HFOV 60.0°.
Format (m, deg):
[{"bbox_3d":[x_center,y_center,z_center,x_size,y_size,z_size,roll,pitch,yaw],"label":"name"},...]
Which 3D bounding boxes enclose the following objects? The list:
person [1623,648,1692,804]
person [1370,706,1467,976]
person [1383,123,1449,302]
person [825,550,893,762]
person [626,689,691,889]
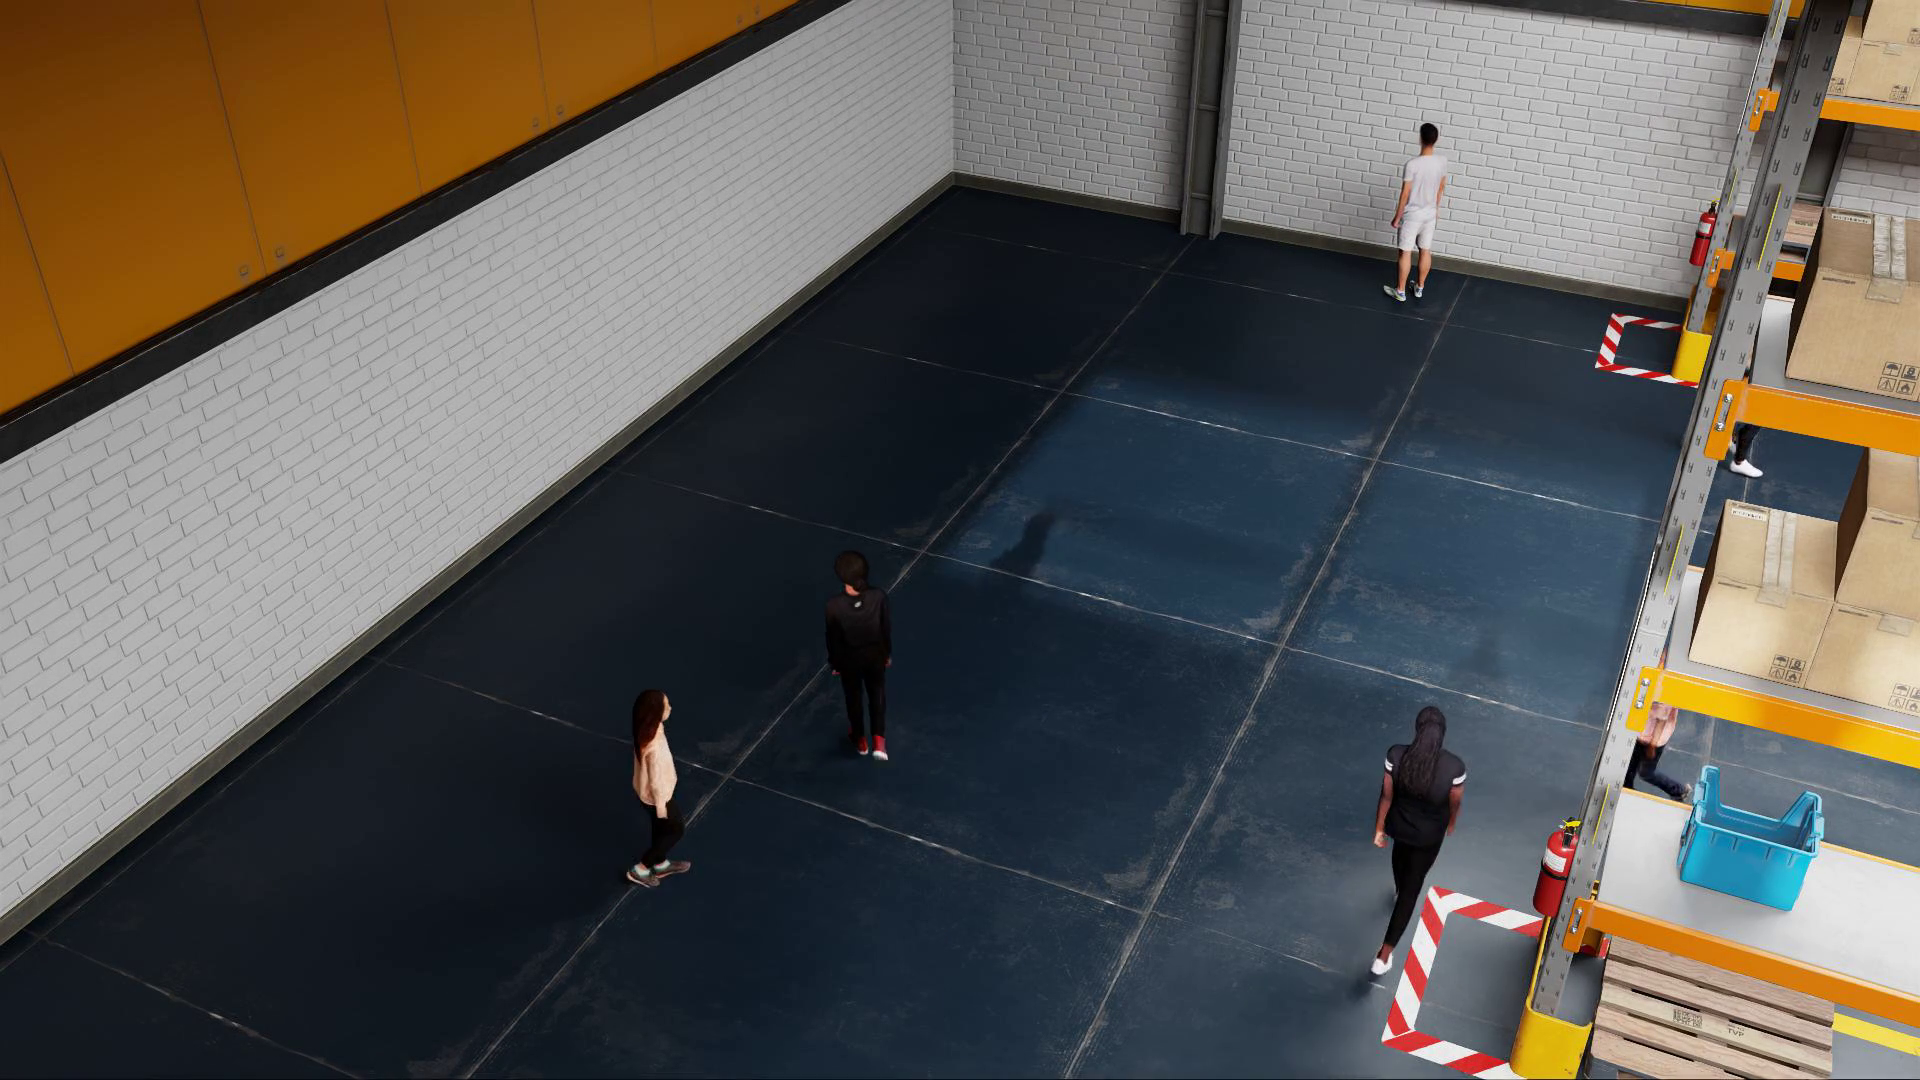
[{"bbox_3d":[4.481,1.236,10.629,0.864,1.298,0.650,5,34,8],"label":"person"},{"bbox_3d":[2.596,1.730,9.533,1.162,1.689,0.737,18,37,24],"label":"person"},{"bbox_3d":[4.697,-3.348,17.030,0.755,1.848,0.815,-11,35,-16],"label":"person"},{"bbox_3d":[-0.630,0.815,10.937,0.870,1.660,0.910,-8,34,-12],"label":"person"},{"bbox_3d":[-1.887,1.524,10.039,0.800,1.473,0.739,-13,36,-19],"label":"person"}]
